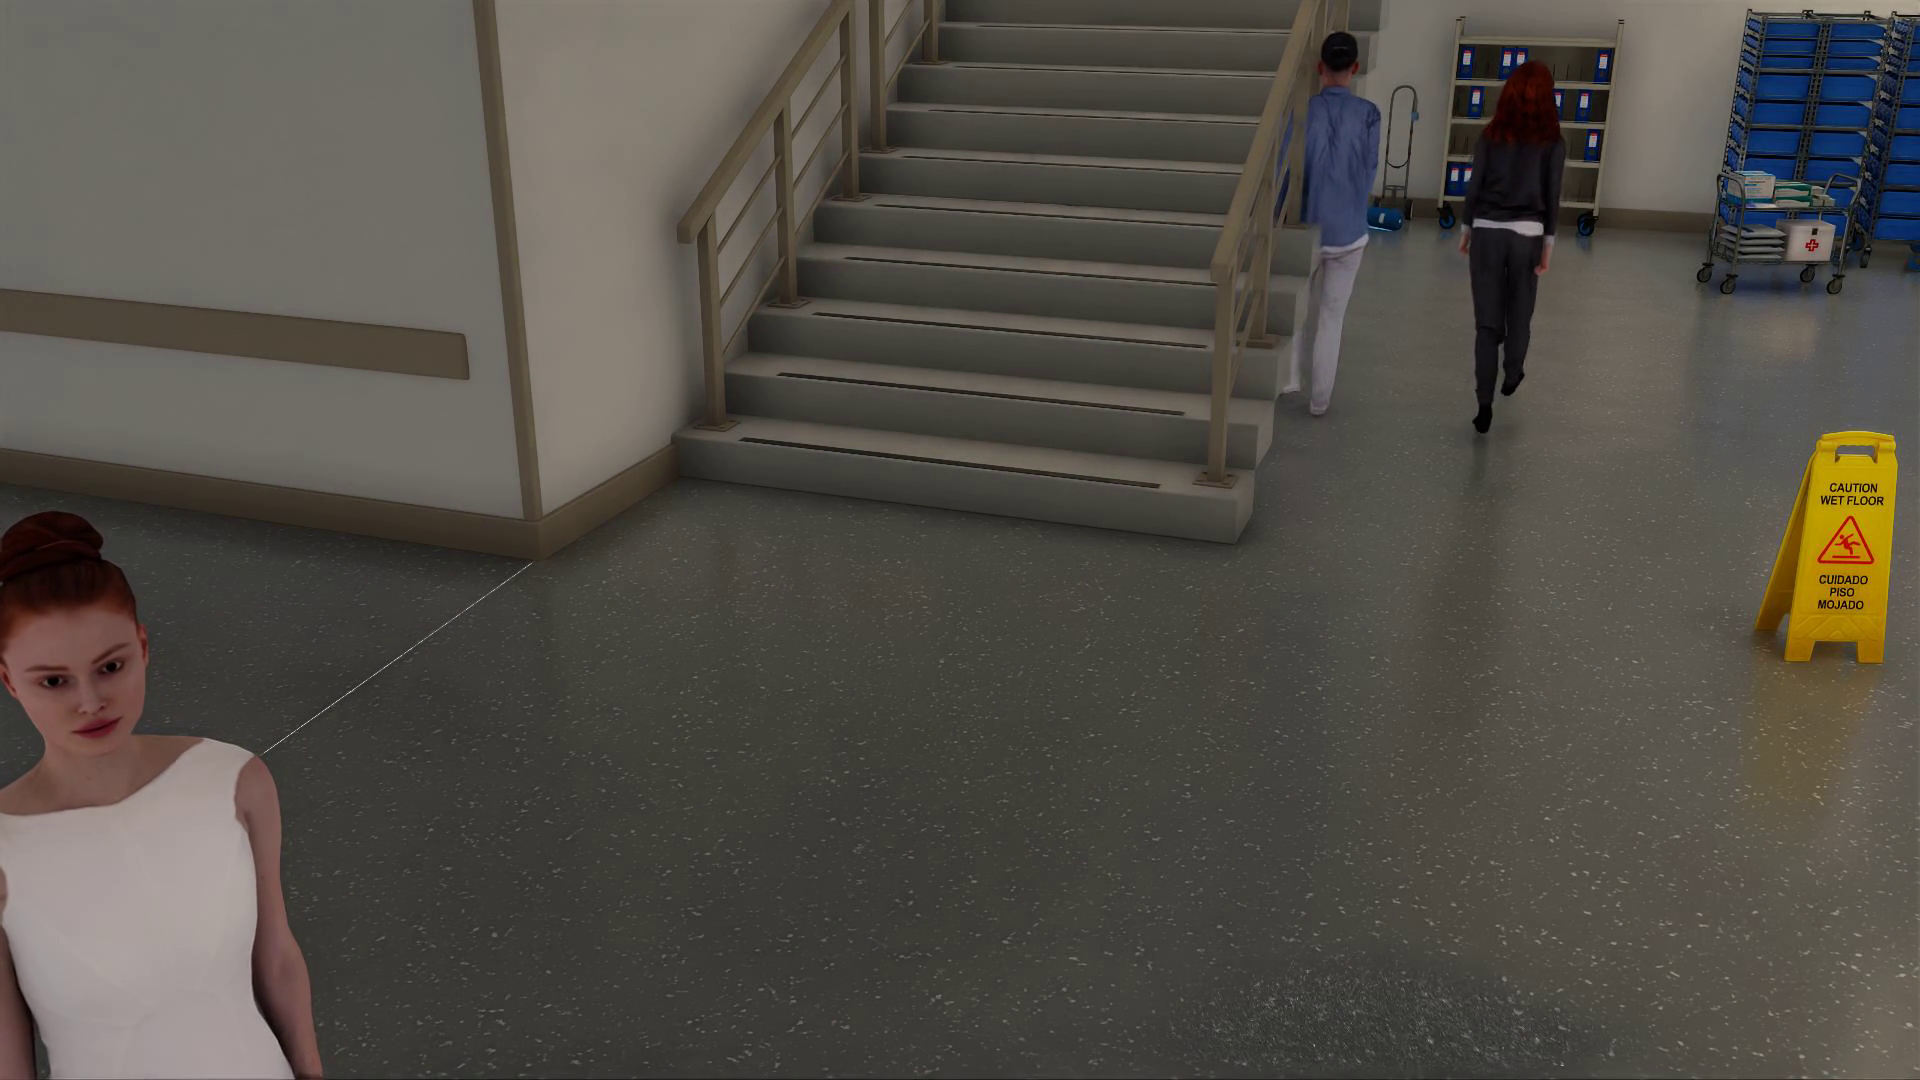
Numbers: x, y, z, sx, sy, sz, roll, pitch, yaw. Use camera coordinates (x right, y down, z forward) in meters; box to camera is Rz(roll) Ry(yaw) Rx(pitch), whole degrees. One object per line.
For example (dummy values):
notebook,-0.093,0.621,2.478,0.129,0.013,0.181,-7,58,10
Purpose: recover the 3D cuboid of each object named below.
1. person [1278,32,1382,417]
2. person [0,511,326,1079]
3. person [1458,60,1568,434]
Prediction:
person,1.818,-1.520,8.235,0.663,1.876,0.657,4,21,11
person,-1.020,0.823,2.167,0.555,1.793,0.698,-19,28,-41
person,2.626,-1.363,8.022,0.601,1.733,1.075,7,22,17
